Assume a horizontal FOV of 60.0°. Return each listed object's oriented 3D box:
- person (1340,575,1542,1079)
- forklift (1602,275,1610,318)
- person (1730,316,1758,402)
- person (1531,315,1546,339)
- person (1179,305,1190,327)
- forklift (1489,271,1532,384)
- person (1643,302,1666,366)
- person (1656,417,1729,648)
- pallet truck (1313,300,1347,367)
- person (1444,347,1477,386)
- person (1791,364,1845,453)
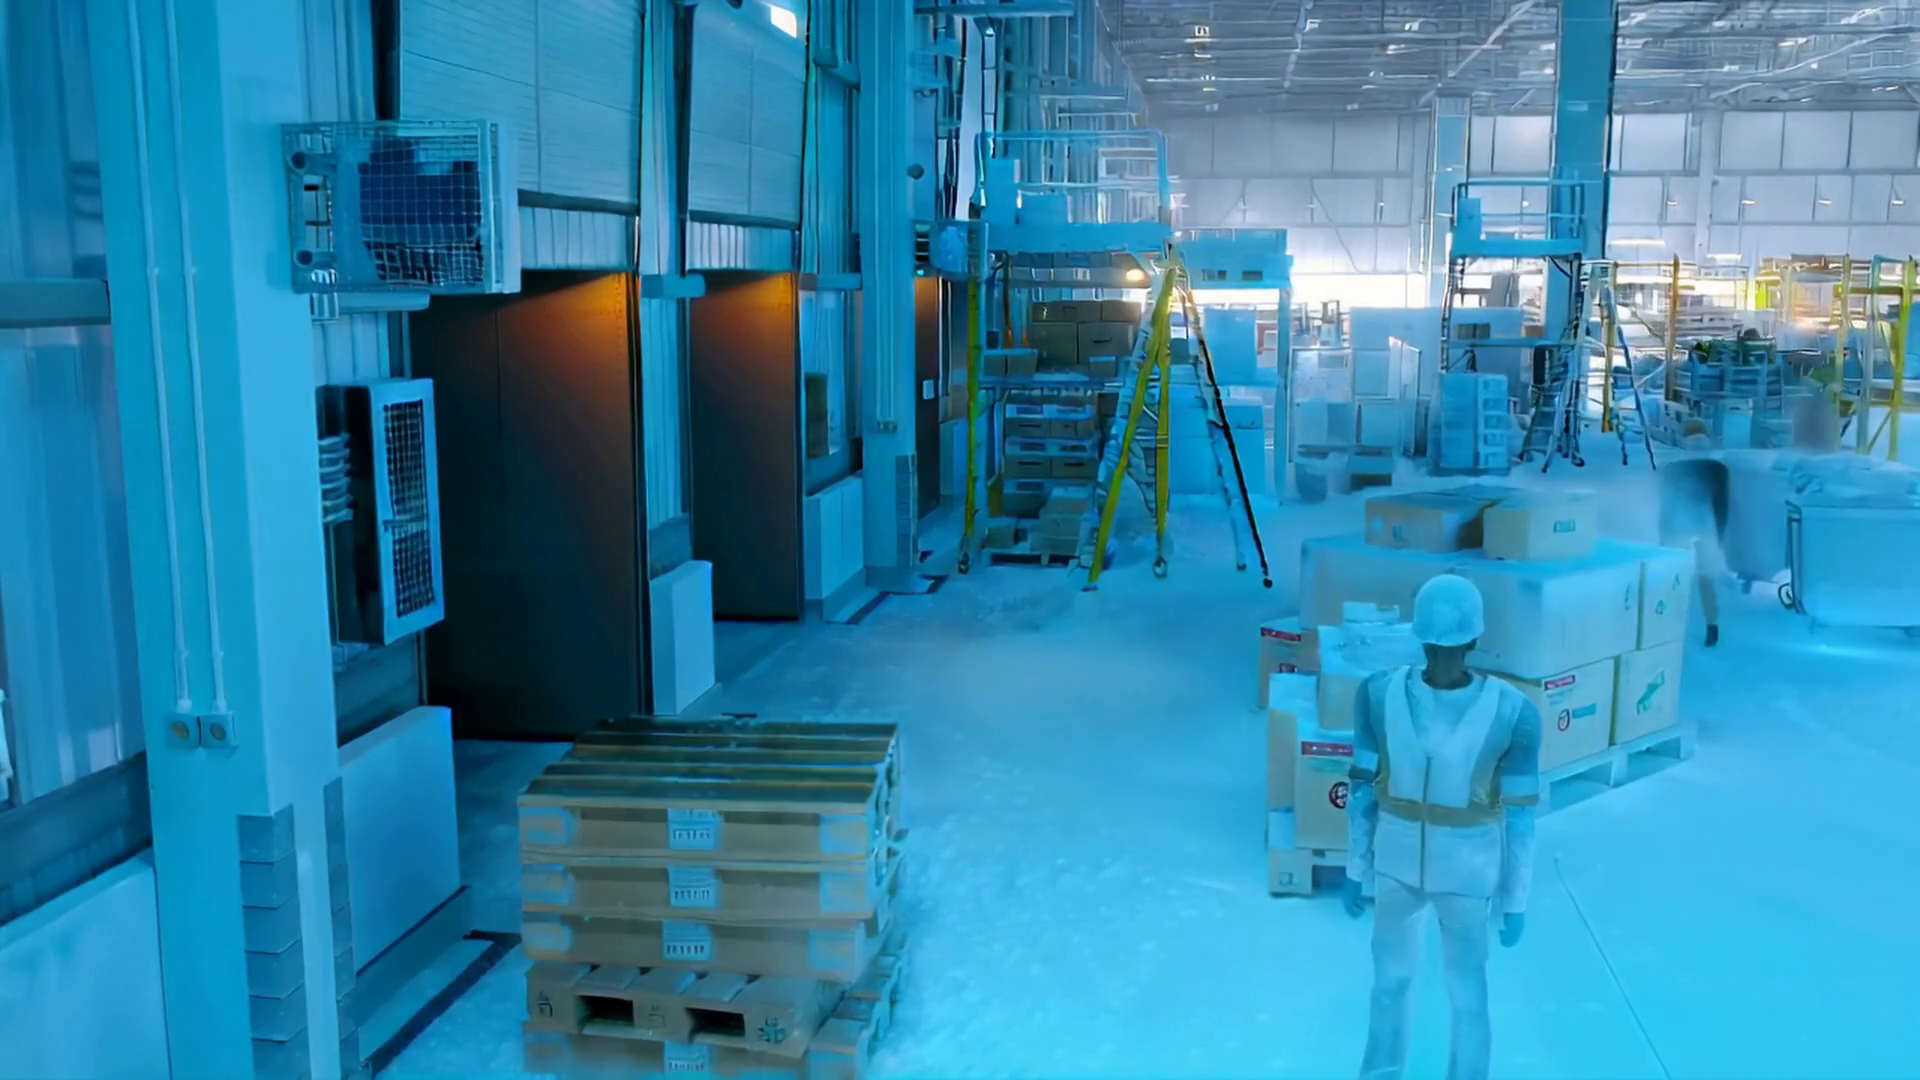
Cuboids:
[{"bbox_3d":[1.507,1.048,5.275,0.594,1.918,0.395,6,11,32],"label":"person"},{"bbox_3d":[16.909,-5.777,44.396,1.129,2.768,1.873,-5,10,-28],"label":"forklift"},{"bbox_3d":[16.498,-3.724,34.718,0.839,1.912,0.631,8,12,41],"label":"person"},{"bbox_3d":[16.016,-5.447,46.258,0.548,1.613,0.637,-3,10,-16],"label":"person"},{"bbox_3d":[5.977,-5.302,44.404,0.387,1.929,0.548,2,9,14],"label":"person"},{"bbox_3d":[13.422,-5.322,41.591,1.873,2.768,1.129,1,9,9],"label":"forklift"},{"bbox_3d":[20.706,-6.151,49.661,0.625,1.918,0.667,6,11,32],"label":"person"},{"bbox_3d":[5.591,-0.069,12.690,0.532,1.735,0.780,1,9,8],"label":"person"},{"bbox_3d":[11.159,-6.200,49.718,0.823,1.965,1.885,4,10,26],"label":"pallet truck"},{"bbox_3d":[8.122,-2.472,27.077,0.578,1.884,0.353,5,11,29],"label":"person"},{"bbox_3d":[8.003,-0.673,15.745,0.672,1.972,0.615,-2,9,-10],"label":"person"}]
